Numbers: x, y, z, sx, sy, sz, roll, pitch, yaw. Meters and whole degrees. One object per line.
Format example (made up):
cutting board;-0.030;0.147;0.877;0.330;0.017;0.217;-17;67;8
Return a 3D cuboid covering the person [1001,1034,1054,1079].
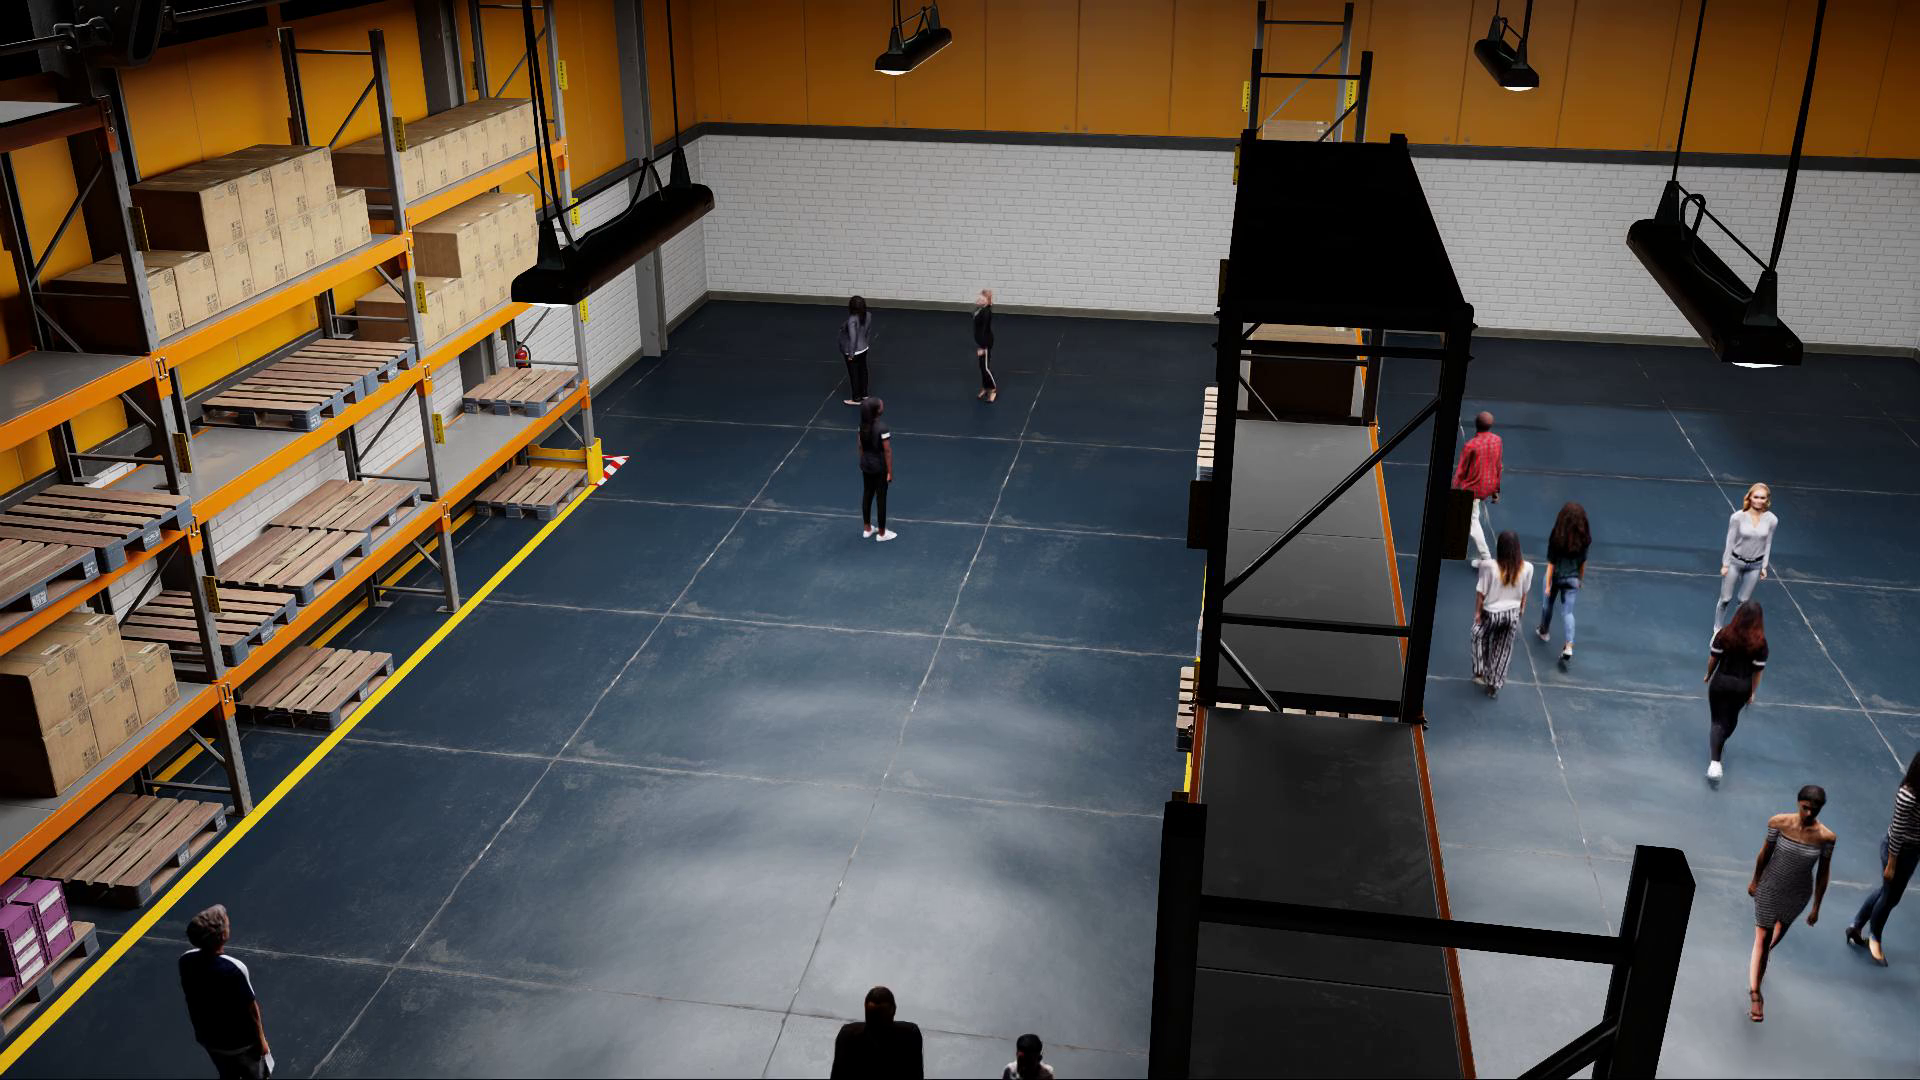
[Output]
person;0.413;3.477;10.065;0.515;1.243;0.881;5;24;12

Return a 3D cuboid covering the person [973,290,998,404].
person;0.349;-2.814;23.910;0.770;1.680;0.584;6;24;13

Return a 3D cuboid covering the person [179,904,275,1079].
person;-4.537;3.094;10.217;0.718;1.823;0.918;8;25;18

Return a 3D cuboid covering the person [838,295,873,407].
person;-1.478;-2.729;23.818;0.810;1.598;0.699;12;26;25

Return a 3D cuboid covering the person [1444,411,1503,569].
person;5.810;-0.531;18.562;1.101;1.780;1.317;-8;25;-19

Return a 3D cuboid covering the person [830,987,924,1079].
person;-0.469;3.311;9.662;0.820;1.870;1.121;1;24;2

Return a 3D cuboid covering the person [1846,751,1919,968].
person;6.841;2.288;12.110;0.728;1.784;0.788;-20;31;-38

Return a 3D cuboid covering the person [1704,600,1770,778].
person;6.731;1.323;14.544;0.774;1.602;1.152;10;25;21

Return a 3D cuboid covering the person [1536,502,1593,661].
person;6.044;0.436;16.598;0.714;1.583;1.118;1;24;2

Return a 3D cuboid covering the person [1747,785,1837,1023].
person;5.828;2.458;11.737;0.811;1.771;1.183;11;26;24

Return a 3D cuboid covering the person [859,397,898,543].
person;-0.982;-0.836;19.325;0.697;1.728;0.713;18;30;36

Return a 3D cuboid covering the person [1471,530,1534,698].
person;5.146;0.730;15.823;0.692;1.665;0.747;3;24;6

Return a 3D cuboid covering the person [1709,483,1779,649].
person;7.876;0.264;16.725;0.596;1.796;0.516;5;24;12
